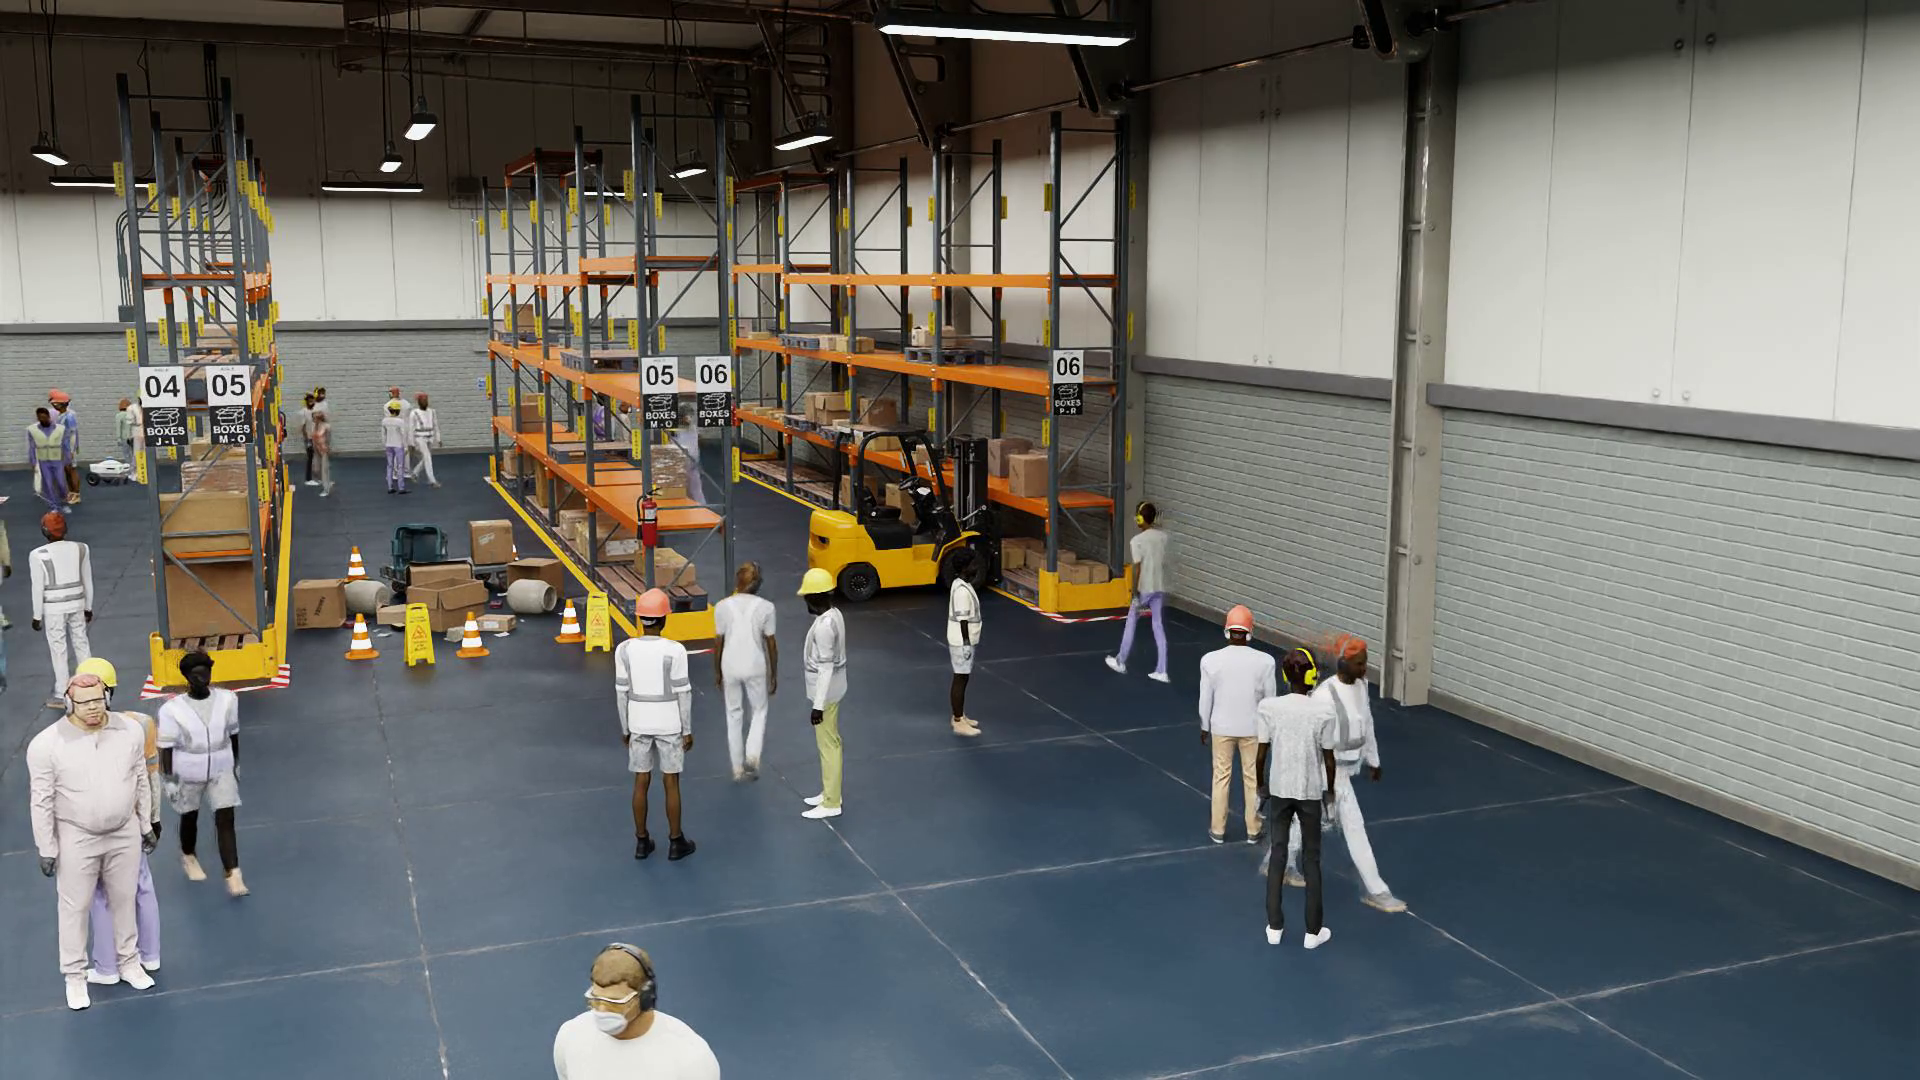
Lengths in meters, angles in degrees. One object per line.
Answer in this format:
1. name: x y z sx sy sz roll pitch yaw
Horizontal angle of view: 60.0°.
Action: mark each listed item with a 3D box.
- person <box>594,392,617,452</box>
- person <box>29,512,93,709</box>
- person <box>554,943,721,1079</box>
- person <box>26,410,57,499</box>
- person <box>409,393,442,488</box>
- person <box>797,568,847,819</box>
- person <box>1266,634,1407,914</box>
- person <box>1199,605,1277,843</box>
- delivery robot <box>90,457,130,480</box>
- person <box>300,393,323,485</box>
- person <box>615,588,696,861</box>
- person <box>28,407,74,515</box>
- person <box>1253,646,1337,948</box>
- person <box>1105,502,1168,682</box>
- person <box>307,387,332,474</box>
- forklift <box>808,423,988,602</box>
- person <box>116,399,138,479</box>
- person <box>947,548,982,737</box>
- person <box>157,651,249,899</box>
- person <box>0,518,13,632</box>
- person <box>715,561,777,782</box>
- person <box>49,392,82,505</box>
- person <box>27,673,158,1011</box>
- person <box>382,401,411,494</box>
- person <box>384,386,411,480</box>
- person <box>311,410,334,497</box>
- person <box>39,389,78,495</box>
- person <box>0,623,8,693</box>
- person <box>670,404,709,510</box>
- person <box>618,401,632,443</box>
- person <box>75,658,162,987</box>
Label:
1. person: -7.137 -2.087 33.442 0.430 1.836 0.627 -7 12 -39
2. person: -8.589 0.674 15.939 0.425 1.894 0.595 6 11 33
3. person: -1.097 2.277 5.663 0.628 1.933 0.368 4 10 22
4. person: -17.140 -1.623 31.021 0.568 1.681 0.944 -2 9 -14
5. person: -10.526 -1.954 32.561 0.888 1.857 0.585 5 10 30
6. person: -1.048 1.160 12.701 0.365 1.927 0.587 0 9 0
7. person: 2.480 1.487 10.976 1.005 1.832 0.681 7 11 38
8. person: 2.018 1.341 12.106 0.563 1.752 0.324 1 9 6
9. delivery robot: -16.769 -1.399 32.823 0.707 0.478 0.477 1 9 9
10. person: -12.648 -1.969 32.694 0.647 1.832 0.585 3 9 18
11. person: -2.146 1.304 11.761 0.542 1.939 0.362 2 9 10
12. person: -15.602 -1.346 28.563 0.659 1.900 0.481 -4 10 -25
13. person: 2.065 1.581 10.252 0.519 1.865 0.335 4 10 23
14. person: 1.878 0.512 17.103 0.518 1.830 0.845 -5 10 -29
15. person: -13.505 -2.317 34.945 0.494 1.818 0.976 -9 13 -44
16. forklift: -0.830 -0.399 21.676 2.313 2.155 1.214 -4 10 -21
17. person: -16.957 -2.062 33.942 0.302 1.624 0.506 6 11 33
18. person: 0.042 0.910 14.996 0.315 1.696 0.540 0 9 -3
19. person: -5.053 1.550 11.098 0.543 1.645 0.872 -7 12 -39
20. person: -11.202 0.267 19.038 0.588 1.700 0.770 1 9 6
21. person: -1.744 1.085 13.487 0.527 1.826 0.463 0 9 0
22. person: -16.144 -1.647 30.003 0.378 2.045 0.605 -9 13 -44
23. person: -4.900 1.685 9.462 0.402 1.906 0.652 8 12 40
24. person: -10.703 -1.757 31.566 0.534 1.767 0.319 3 10 19
25. person: -11.425 -2.165 33.702 0.411 1.908 0.643 5 10 28
26. person: -11.960 -1.623 31.165 0.547 1.621 0.372 5 10 27
27. person: -16.816 -1.801 31.041 0.620 2.030 0.403 -5 10 -28
28. person: -8.141 1.156 13.683 0.430 1.626 0.517 7 12 39
29. person: -4.679 -1.357 28.187 1.038 2.000 0.697 8 12 40
30. person: -6.724 -1.994 33.474 0.277 1.631 0.507 -2 9 -10
31. person: -4.975 1.635 9.710 0.382 1.924 0.594 7 12 39
